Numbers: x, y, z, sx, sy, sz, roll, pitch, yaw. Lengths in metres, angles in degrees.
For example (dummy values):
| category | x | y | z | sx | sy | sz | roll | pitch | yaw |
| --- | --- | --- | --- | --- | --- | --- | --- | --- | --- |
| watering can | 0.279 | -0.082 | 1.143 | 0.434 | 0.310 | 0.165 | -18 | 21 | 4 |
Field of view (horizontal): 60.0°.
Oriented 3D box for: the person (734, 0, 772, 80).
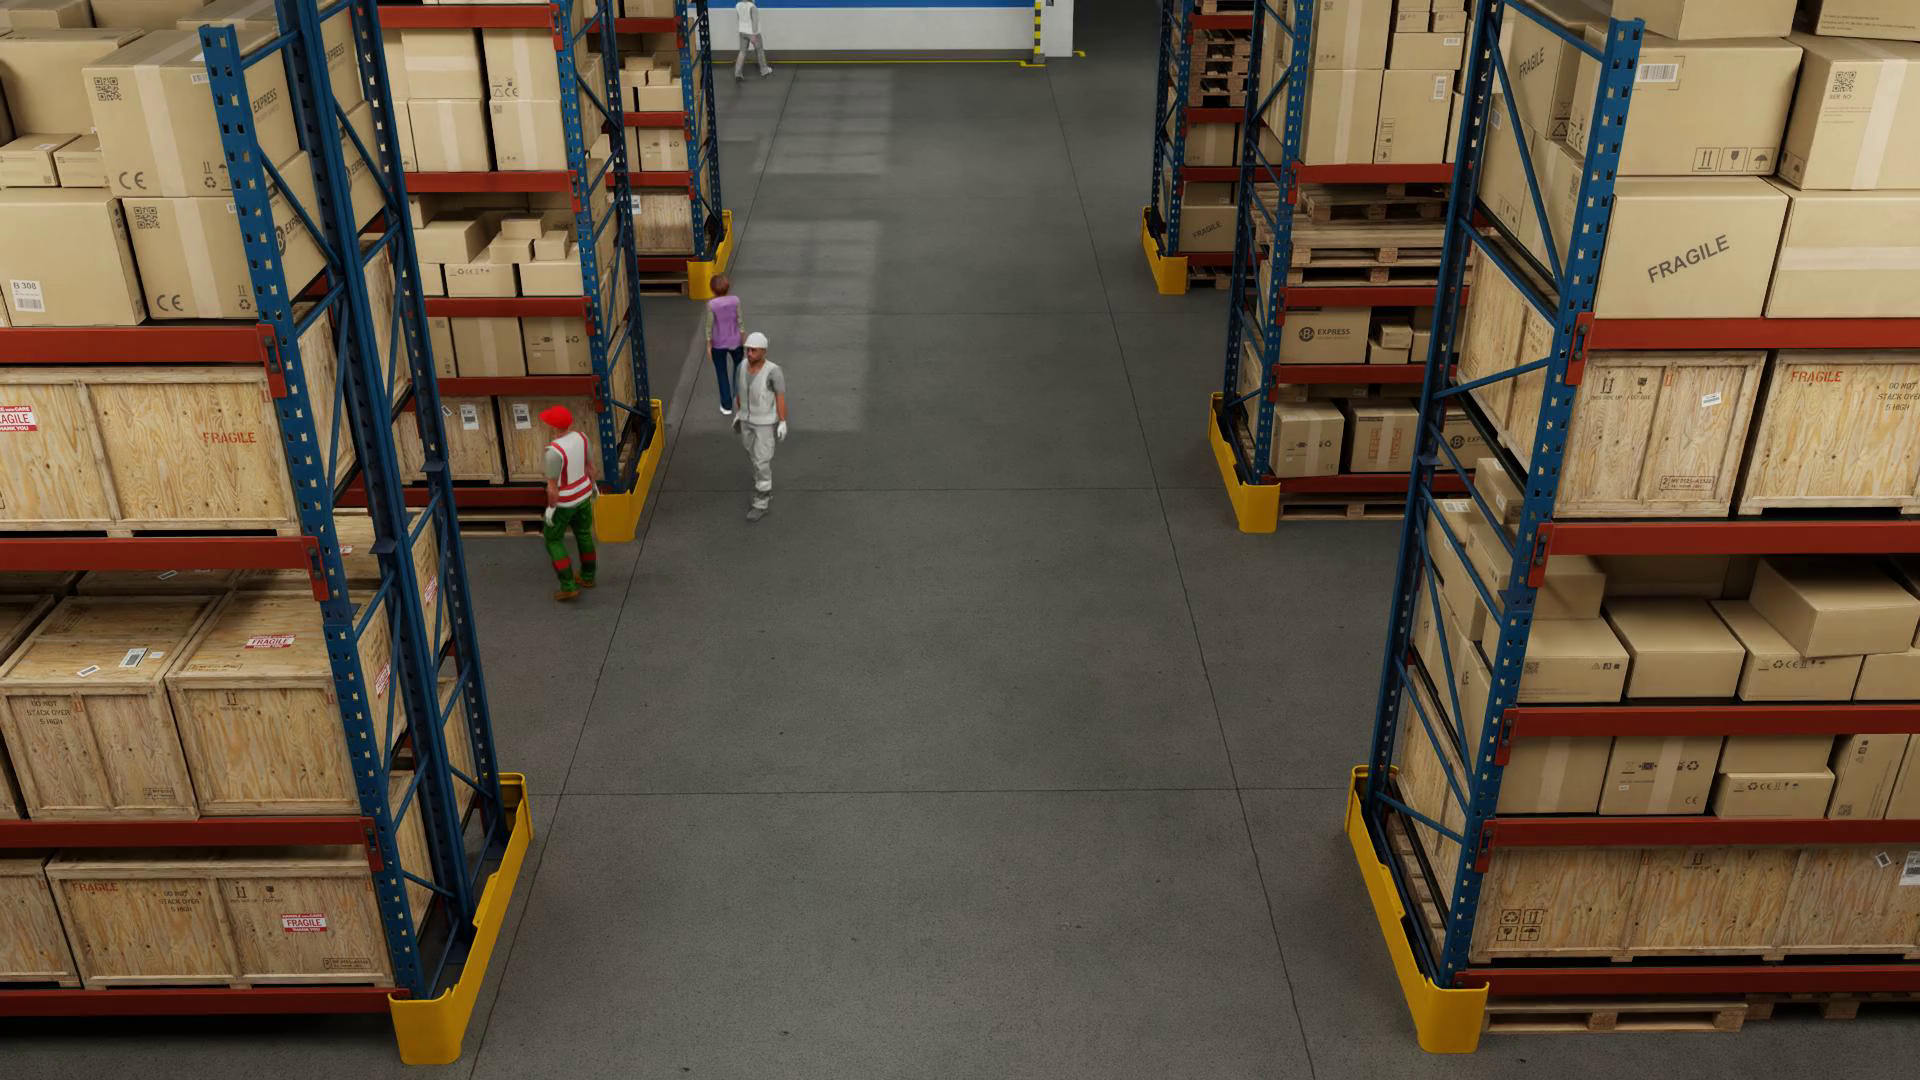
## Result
| category | x | y | z | sx | sy | sz | roll | pitch | yaw |
| --- | --- | --- | --- | --- | --- | --- | --- | --- | --- |
| person | -4.065 | -9.854 | 32.236 | 0.548 | 1.740 | 0.972 | 14 | 31 | 25 |

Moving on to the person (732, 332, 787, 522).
| category | x | y | z | sx | sy | sz | roll | pitch | yaw |
| --- | --- | --- | --- | --- | --- | --- | --- | --- | --- |
| person | -1.998 | -1.091 | 15.885 | 0.554 | 1.784 | 0.600 | 18 | 33 | 29 |

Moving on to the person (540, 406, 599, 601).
| category | x | y | z | sx | sy | sz | roll | pitch | yaw |
| --- | --- | --- | --- | --- | --- | --- | --- | --- | --- |
| person | -3.423 | -0.367 | 14.551 | 0.397 | 1.796 | 0.610 | 17 | 33 | 29 |

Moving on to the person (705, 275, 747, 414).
| category | x | y | z | sx | sy | sz | roll | pitch | yaw |
| --- | --- | --- | --- | --- | --- | --- | --- | --- | --- |
| person | -2.526 | -2.094 | 17.947 | 0.440 | 1.603 | 0.435 | -9 | 30 | -17 |
